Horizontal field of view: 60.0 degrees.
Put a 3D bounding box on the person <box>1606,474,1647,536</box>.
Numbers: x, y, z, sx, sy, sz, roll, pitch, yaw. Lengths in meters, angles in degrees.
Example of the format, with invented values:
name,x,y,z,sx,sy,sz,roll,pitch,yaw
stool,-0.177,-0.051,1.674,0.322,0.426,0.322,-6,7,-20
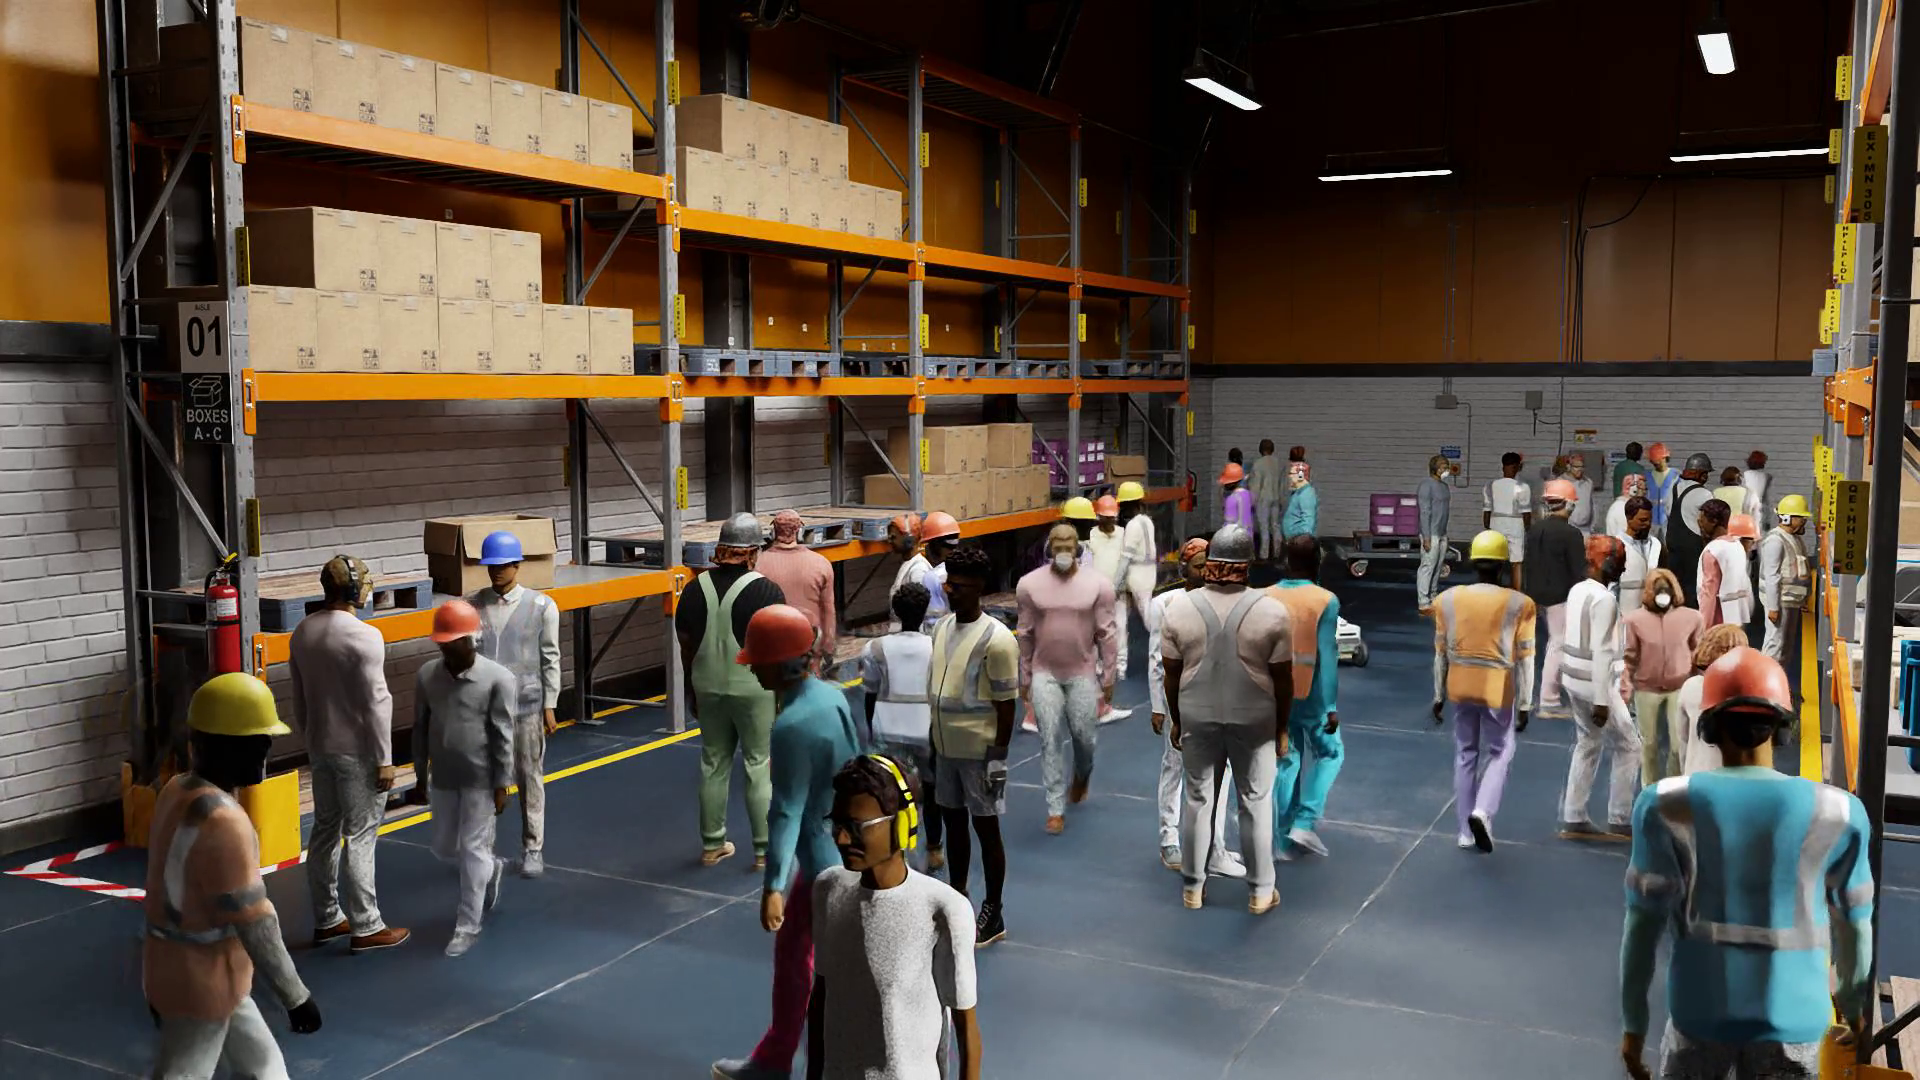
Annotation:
name,x,y,z,sx,sy,sz,roll,pitch,yaw
person,6.551,0.294,16.361,0.407,1.894,0.658,2,6,16

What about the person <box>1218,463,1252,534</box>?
name,x,y,z,sx,sy,sz,roll,pitch,yaw
person,3.075,0.065,18.811,0.421,1.887,0.606,3,6,33

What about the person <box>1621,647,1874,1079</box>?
name,x,y,z,sx,sy,sz,roll,pitch,yaw
person,2.247,1.310,4.770,0.636,2.007,0.879,3,6,25

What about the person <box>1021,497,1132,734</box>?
name,x,y,z,sx,sy,sz,roll,pitch,yaw
person,0.910,0.596,13.176,1.013,1.871,0.615,-2,6,-19

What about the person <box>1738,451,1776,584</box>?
name,x,y,z,sx,sy,sz,roll,pitch,yaw
person,10.793,-0.286,22.719,0.656,1.868,0.419,1,5,9

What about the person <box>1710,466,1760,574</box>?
name,x,y,z,sx,sy,sz,roll,pitch,yaw
person,8.913,0.056,19.244,0.650,1.817,0.723,3,6,30

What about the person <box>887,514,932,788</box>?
name,x,y,z,sx,sy,sz,roll,pitch,yaw
person,-0.324,0.756,11.376,0.337,1.882,0.585,-1,5,-8

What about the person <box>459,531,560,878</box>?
name,x,y,z,sx,sy,sz,roll,pitch,yaw
person,-2.541,0.917,9.300,0.602,1.949,0.390,0,5,0

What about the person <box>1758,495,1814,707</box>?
name,x,y,z,sx,sy,sz,roll,pitch,yaw
person,7.078,0.519,14.263,0.403,1.824,0.596,5,7,45

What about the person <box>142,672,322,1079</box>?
name,x,y,z,sx,sy,sz,roll,pitch,yaw
person,-2.200,1.341,5.113,0.992,1.873,0.587,-3,6,-31

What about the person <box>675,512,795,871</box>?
name,x,y,z,sx,sy,sz,roll,pitch,yaw
person,-1.241,0.851,9.524,0.686,2.000,0.535,2,6,22

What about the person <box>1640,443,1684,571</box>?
name,x,y,z,sx,sy,sz,roll,pitch,yaw
person,9.101,-0.261,21.623,0.620,2.018,0.440,4,7,38

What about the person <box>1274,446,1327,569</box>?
name,x,y,z,sx,sy,sz,roll,pitch,yaw
person,5.067,-0.475,24.720,0.709,1.863,0.609,0,5,1

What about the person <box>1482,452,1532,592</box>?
name,x,y,z,sx,sy,sz,roll,pitch,yaw
person,6.570,-0.077,19.937,0.603,1.959,0.372,5,7,43

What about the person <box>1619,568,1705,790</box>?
name,x,y,z,sx,sy,sz,roll,pitch,yaw
person,4.416,0.976,10.449,0.539,1.606,0.450,2,6,17

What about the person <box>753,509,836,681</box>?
name,x,y,z,sx,sy,sz,roll,pitch,yaw
person,-1.182,0.740,11.428,0.652,1.906,0.404,-1,5,-14

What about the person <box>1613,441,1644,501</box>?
name,x,y,z,sx,sy,sz,roll,pitch,yaw
person,9.765,-0.468,24.253,0.352,1.937,0.635,-1,5,-11

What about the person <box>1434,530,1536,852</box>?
name,x,y,z,sx,sy,sz,roll,pitch,yaw
person,3.047,0.899,9.737,0.593,1.912,0.558,3,6,31

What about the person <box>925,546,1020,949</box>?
name,x,y,z,sx,sy,sz,roll,pitch,yaw
person,0.031,1.008,8.221,0.362,1.966,0.611,-4,7,-39

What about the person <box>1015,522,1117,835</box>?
name,x,y,z,sx,sy,sz,roll,pitch,yaw
person,0.663,0.837,10.379,0.634,1.908,0.685,1,5,10

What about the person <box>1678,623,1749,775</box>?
name,x,y,z,sx,sy,sz,roll,pitch,yaw
person,3.592,1.204,7.885,0.283,1.633,0.497,-1,5,-10

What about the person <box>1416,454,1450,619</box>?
name,x,y,z,sx,sy,sz,roll,pitch,yaw
person,5.630,-0.045,19.717,0.372,1.939,0.631,4,7,37

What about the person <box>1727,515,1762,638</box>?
name,x,y,z,sx,sy,sz,roll,pitch,yaw
person,6.071,0.670,13.036,0.341,1.743,0.579,3,6,31

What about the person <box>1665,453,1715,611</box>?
name,x,y,z,sx,sy,sz,roll,pitch,yaw
person,8.003,0.054,18.100,0.535,2.000,0.684,-1,5,-14

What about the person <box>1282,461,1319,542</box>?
name,x,y,z,sx,sy,sz,roll,pitch,yaw
person,3.795,0.075,18.583,0.400,1.910,0.643,1,5,9

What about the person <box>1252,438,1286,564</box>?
name,x,y,z,sx,sy,sz,roll,pitch,yaw
person,4.734,-0.593,25.615,0.630,1.936,0.369,-3,6,-31

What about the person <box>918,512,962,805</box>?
name,x,y,z,sx,sy,sz,roll,pitch,yaw
person,-0.099,0.779,10.894,0.371,1.928,0.543,4,7,36

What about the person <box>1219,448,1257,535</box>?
name,x,y,z,sx,sy,sz,roll,pitch,yaw
person,4.284,-0.515,25.634,0.624,1.787,0.983,2,6,22

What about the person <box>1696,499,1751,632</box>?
name,x,y,z,sx,sy,sz,roll,pitch,yaw
person,5.674,0.647,12.443,0.410,1.909,0.592,5,7,42

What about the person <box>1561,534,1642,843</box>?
name,x,y,z,sx,sy,sz,roll,pitch,yaw
person,3.939,0.894,9.959,0.640,1.863,0.632,0,5,0

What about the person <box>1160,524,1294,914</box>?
name,x,y,z,sx,sy,sz,roll,pitch,yaw
person,1.414,0.923,8.740,0.683,2.000,0.537,2,6,18

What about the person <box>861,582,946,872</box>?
name,x,y,z,sx,sy,sz,roll,pitch,yaw
person,-0.275,1.063,9.224,0.539,1.670,0.739,0,5,2

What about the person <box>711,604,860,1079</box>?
name,x,y,z,sx,sy,sz,roll,pitch,yaw
person,-0.576,1.201,6.243,0.959,1.935,0.633,1,5,7

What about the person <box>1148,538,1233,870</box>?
name,x,y,z,sx,sy,sz,roll,pitch,yaw
person,1.348,0.929,9.516,0.584,1.882,0.349,-2,6,-23

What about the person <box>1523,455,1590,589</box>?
name,x,y,z,sx,sy,sz,roll,pitch,yaw
person,8.082,-0.219,22.191,0.998,1.838,0.579,1,5,8

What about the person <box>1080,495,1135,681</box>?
name,x,y,z,sx,sy,sz,roll,pitch,yaw
person,1.360,0.450,15.456,0.566,1.742,0.370,-1,5,-11

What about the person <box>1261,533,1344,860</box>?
name,x,y,z,sx,sy,sz,roll,pitch,yaw
person,1.968,0.908,9.658,0.458,1.893,0.619,-5,7,-41

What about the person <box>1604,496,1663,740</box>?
name,x,y,z,sx,sy,sz,roll,pitch,yaw
person,5.174,0.611,12.847,0.598,1.907,0.408,-3,6,-30

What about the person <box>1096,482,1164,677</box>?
name,x,y,z,sx,sy,sz,roll,pitch,yaw
person,1.654,0.393,15.489,1.030,1.876,0.579,1,5,11

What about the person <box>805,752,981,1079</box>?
name,x,y,z,sx,sy,sz,roll,pitch,yaw
person,-0.192,1.440,4.094,0.532,1.869,0.311,4,6,34

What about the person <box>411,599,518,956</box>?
name,x,y,z,sx,sy,sz,roll,pitch,yaw
person,-2.411,1.130,8.214,0.566,1.728,0.587,2,6,16

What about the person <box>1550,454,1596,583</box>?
name,x,y,z,sx,sy,sz,roll,pitch,yaw
person,7.721,-0.134,20.927,0.647,1.895,0.403,-2,6,-21

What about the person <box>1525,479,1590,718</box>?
name,x,y,z,sx,sy,sz,roll,pitch,yaw
person,4.994,0.493,13.744,0.522,1.978,0.678,-1,5,-12

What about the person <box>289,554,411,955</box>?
name,x,y,z,sx,sy,sz,roll,pitch,yaw
person,-2.975,1.034,8.089,0.636,1.939,0.365,3,6,32
